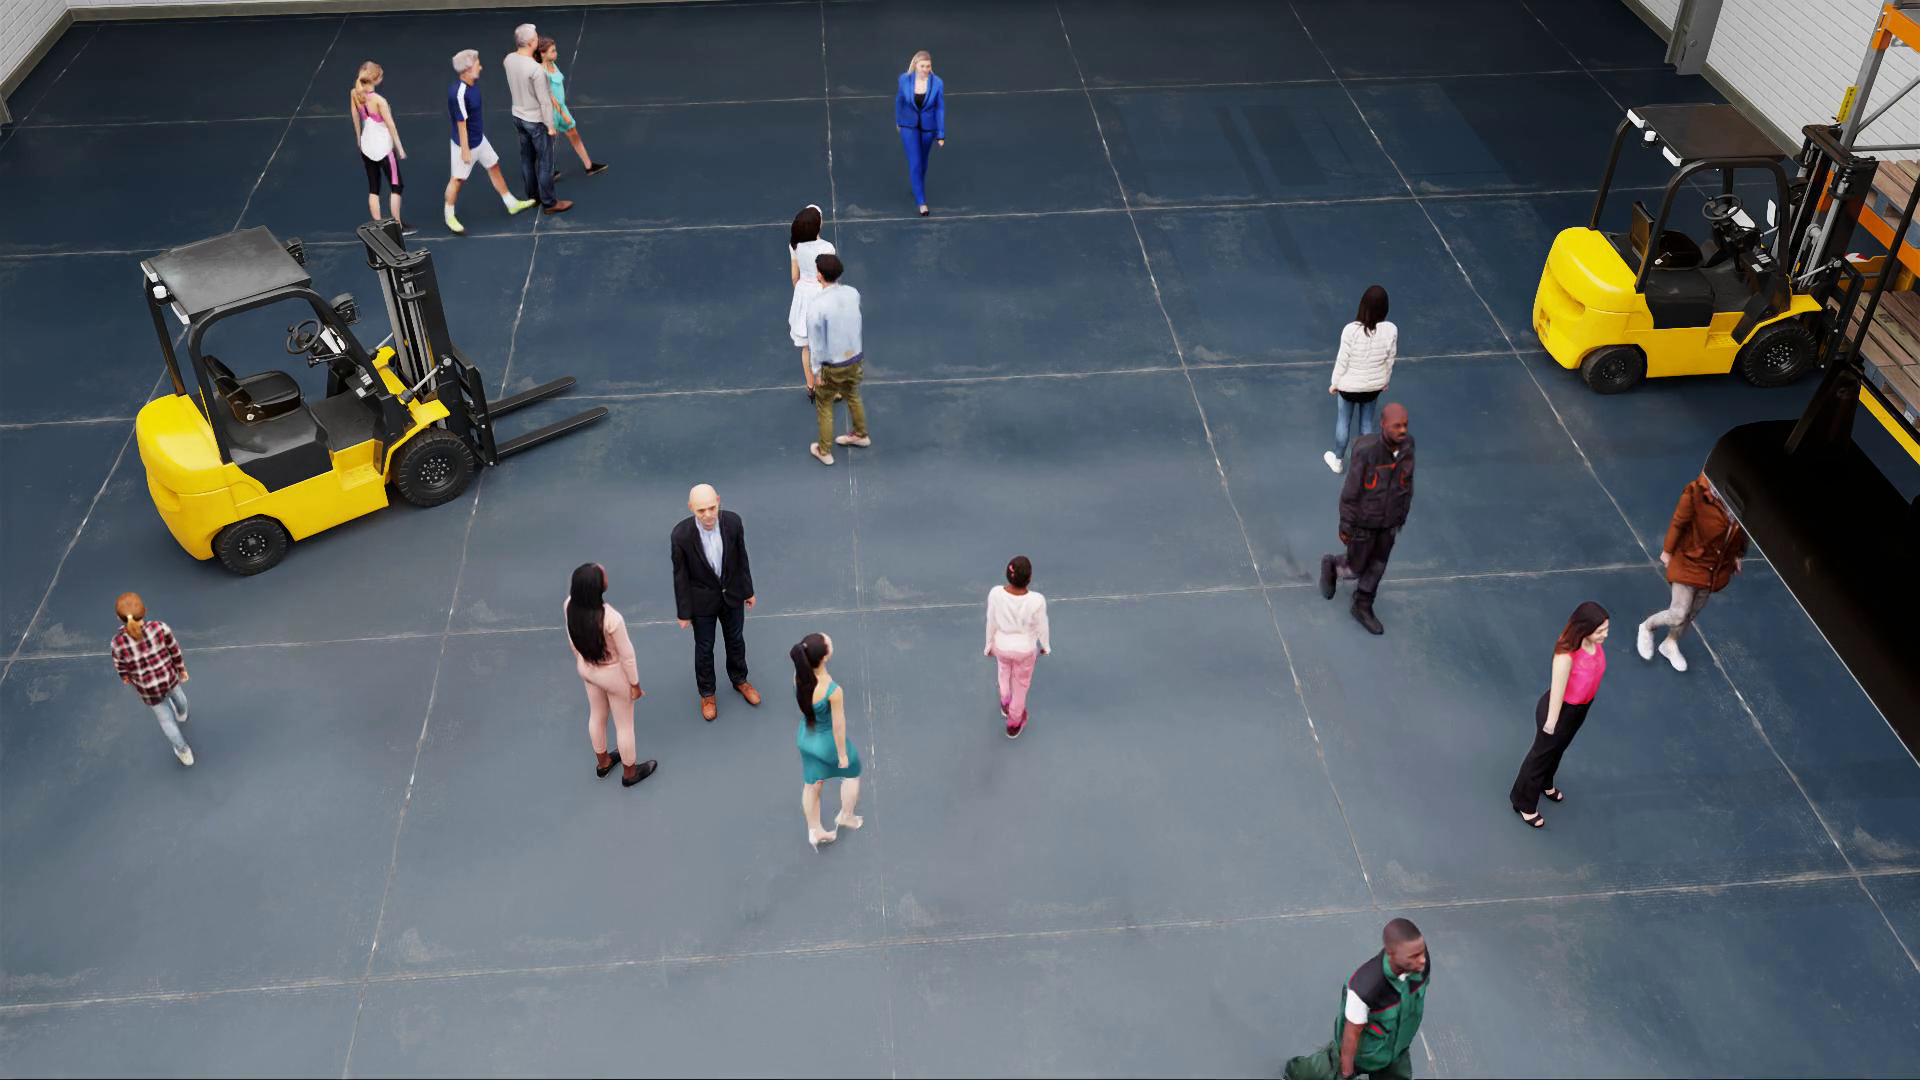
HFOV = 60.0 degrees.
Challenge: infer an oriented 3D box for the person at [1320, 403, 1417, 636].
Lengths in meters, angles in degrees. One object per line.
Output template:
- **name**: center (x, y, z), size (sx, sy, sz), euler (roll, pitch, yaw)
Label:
- **person**: center (2.830, -0.220, 11.579), size (0.837, 1.817, 0.970), euler (-12, 40, -15)

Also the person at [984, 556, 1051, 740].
- **person**: center (0.340, 0.711, 10.719), size (0.681, 1.434, 0.738), euler (12, 40, 14)

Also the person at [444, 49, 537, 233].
- **person**: center (-4.849, -3.877, 16.190), size (0.851, 1.777, 1.052), euler (3, 39, 4)

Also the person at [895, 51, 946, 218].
- **person**: center (-0.435, -4.126, 16.608), size (0.639, 1.643, 1.051), euler (1, 39, 1)

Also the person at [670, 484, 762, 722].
- **person**: center (-1.597, 0.368, 10.856), size (0.768, 1.800, 0.725), euler (-17, 42, -21)

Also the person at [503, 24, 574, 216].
- **person**: center (-4.216, -4.150, 16.433), size (0.813, 1.901, 0.874), euler (28, 46, 31)

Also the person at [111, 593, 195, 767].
- **person**: center (-5.107, 0.913, 10.592), size (0.799, 1.278, 0.925), euler (-27, 46, -30)

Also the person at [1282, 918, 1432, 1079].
- **person**: center (1.970, 2.446, 8.260), size (1.087, 1.792, 1.329), euler (-23, 44, -26)

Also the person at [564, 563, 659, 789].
- **person**: center (-2.201, 0.836, 10.334), size (0.693, 1.720, 0.716), euler (20, 43, 23)

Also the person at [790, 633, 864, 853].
- **person**: center (-0.866, 1.249, 9.856), size (0.723, 1.671, 0.783), euler (28, 46, 30)

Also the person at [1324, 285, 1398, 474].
- **person**: center (3.136, -1.254, 13.018), size (0.614, 1.637, 0.524), euler (-3, 39, -4)

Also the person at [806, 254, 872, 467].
- **person**: center (-0.909, -1.430, 13.104), size (0.827, 1.803, 0.798), euler (27, 46, 29)

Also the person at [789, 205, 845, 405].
- **person**: center (-1.172, -1.918, 13.703), size (0.815, 1.819, 0.852), euler (11, 40, 14)

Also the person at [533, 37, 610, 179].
- **person**: center (-4.248, -4.381, 17.029), size (0.795, 1.517, 1.002), euler (7, 39, 9)

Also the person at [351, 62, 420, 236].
- **person**: center (-5.613, -3.733, 16.019), size (0.746, 1.765, 0.759), euler (6, 39, 8)

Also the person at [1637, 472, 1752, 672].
- **person**: center (4.946, 0.084, 11.189), size (0.725, 1.827, 0.699), euler (-7, 39, -9)

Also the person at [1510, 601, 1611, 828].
- **person**: center (3.684, 1.037, 10.129), size (0.701, 1.660, 0.652), euler (30, 48, 32)
